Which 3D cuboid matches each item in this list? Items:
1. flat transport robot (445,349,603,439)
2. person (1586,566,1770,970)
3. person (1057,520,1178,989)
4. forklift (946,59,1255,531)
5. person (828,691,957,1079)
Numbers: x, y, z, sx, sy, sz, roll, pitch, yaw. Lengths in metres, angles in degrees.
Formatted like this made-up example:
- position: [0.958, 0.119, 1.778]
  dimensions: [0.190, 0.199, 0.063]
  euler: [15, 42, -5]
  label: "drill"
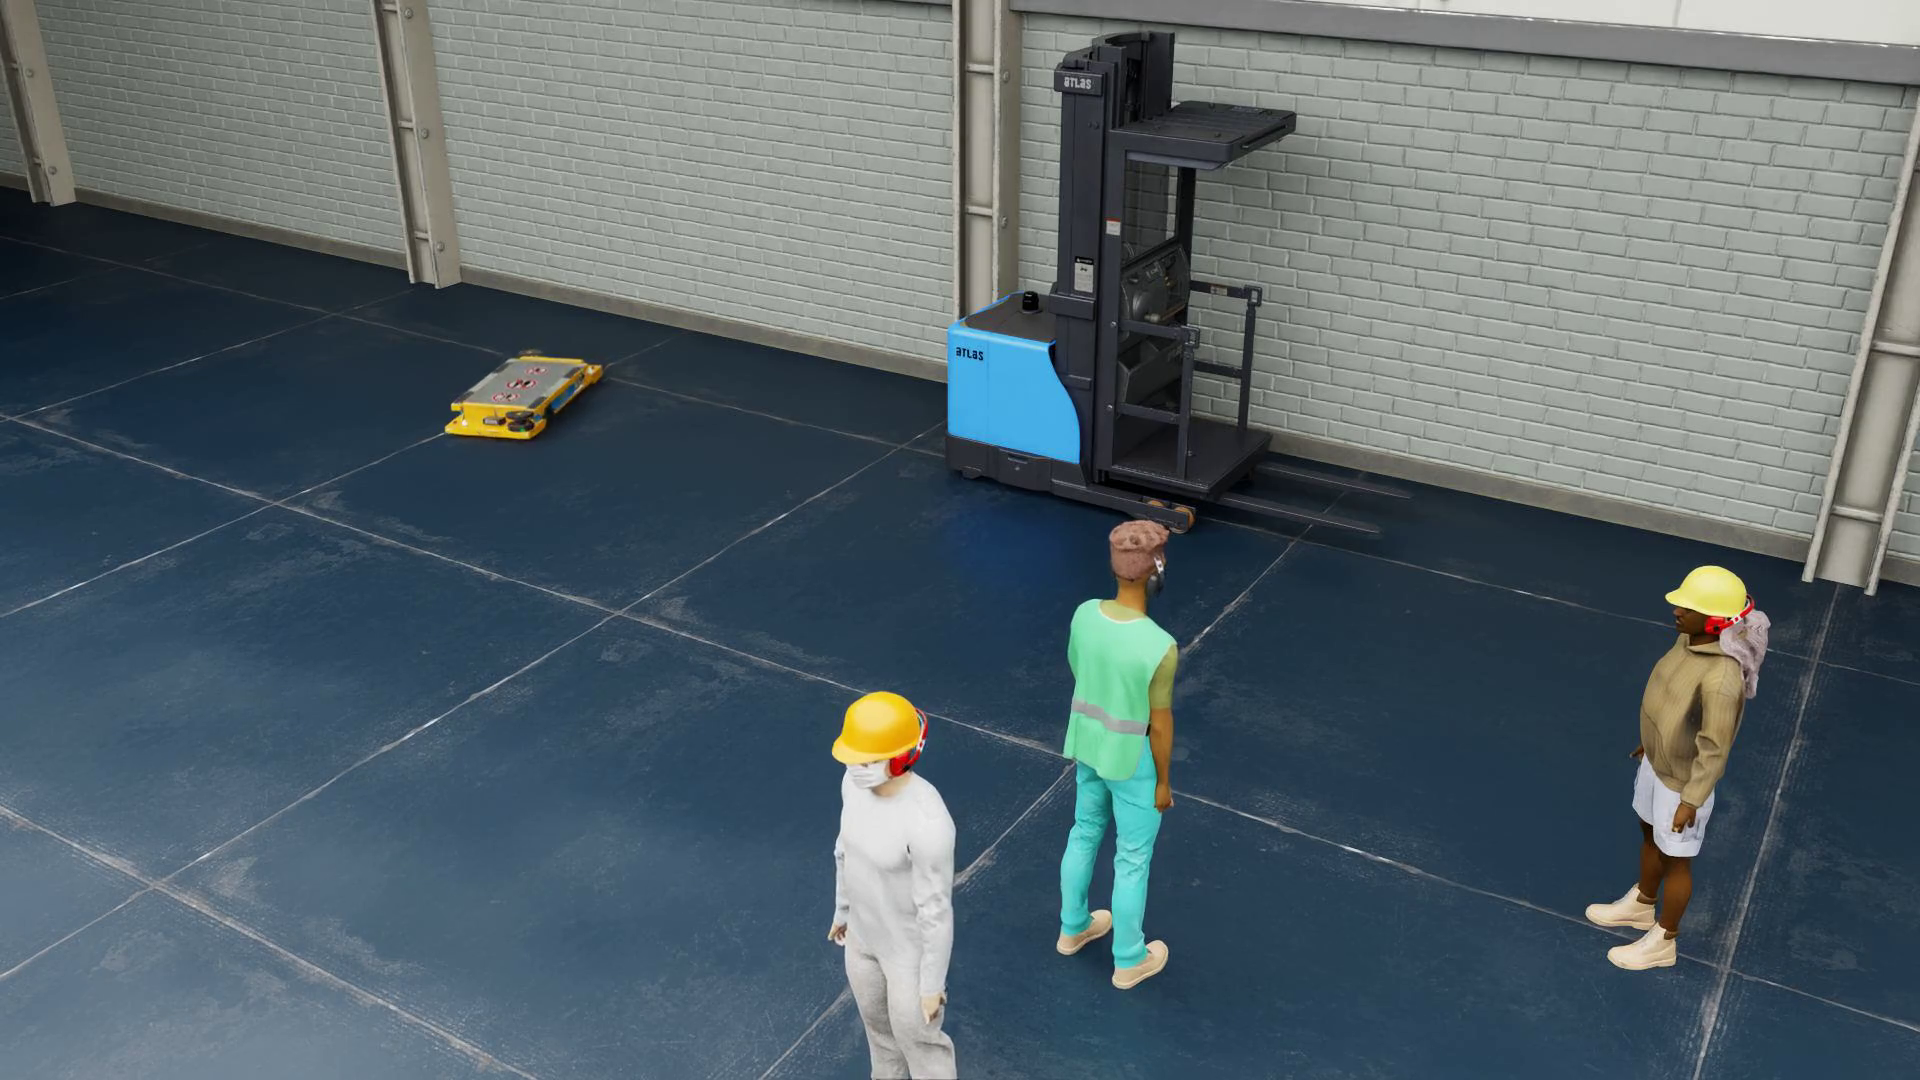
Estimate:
- position: [-3.284, -1.108, 12.603]
  dimensions: [0.659, 0.231, 1.431]
  euler: [4, 26, 9]
  label: "flat transport robot"
- position: [2.871, 0.903, 6.599]
  dimensions: [0.405, 1.763, 0.535]
  euler: [1, 25, 2]
  label: "person"
- position: [0.612, 0.848, 6.486]
  dimensions: [0.388, 1.971, 0.479]
  euler: [-22, 33, -39]
  label: "person"
- position: [0.933, -1.707, 10.833]
  dimensions: [1.873, 2.768, 1.129]
  euler: [15, 29, 28]
  label: "forklift"
- position: [-0.238, 1.328, 5.558]
  dimensions: [0.380, 1.889, 0.561]
  euler: [-19, 31, -34]
  label: "person"
